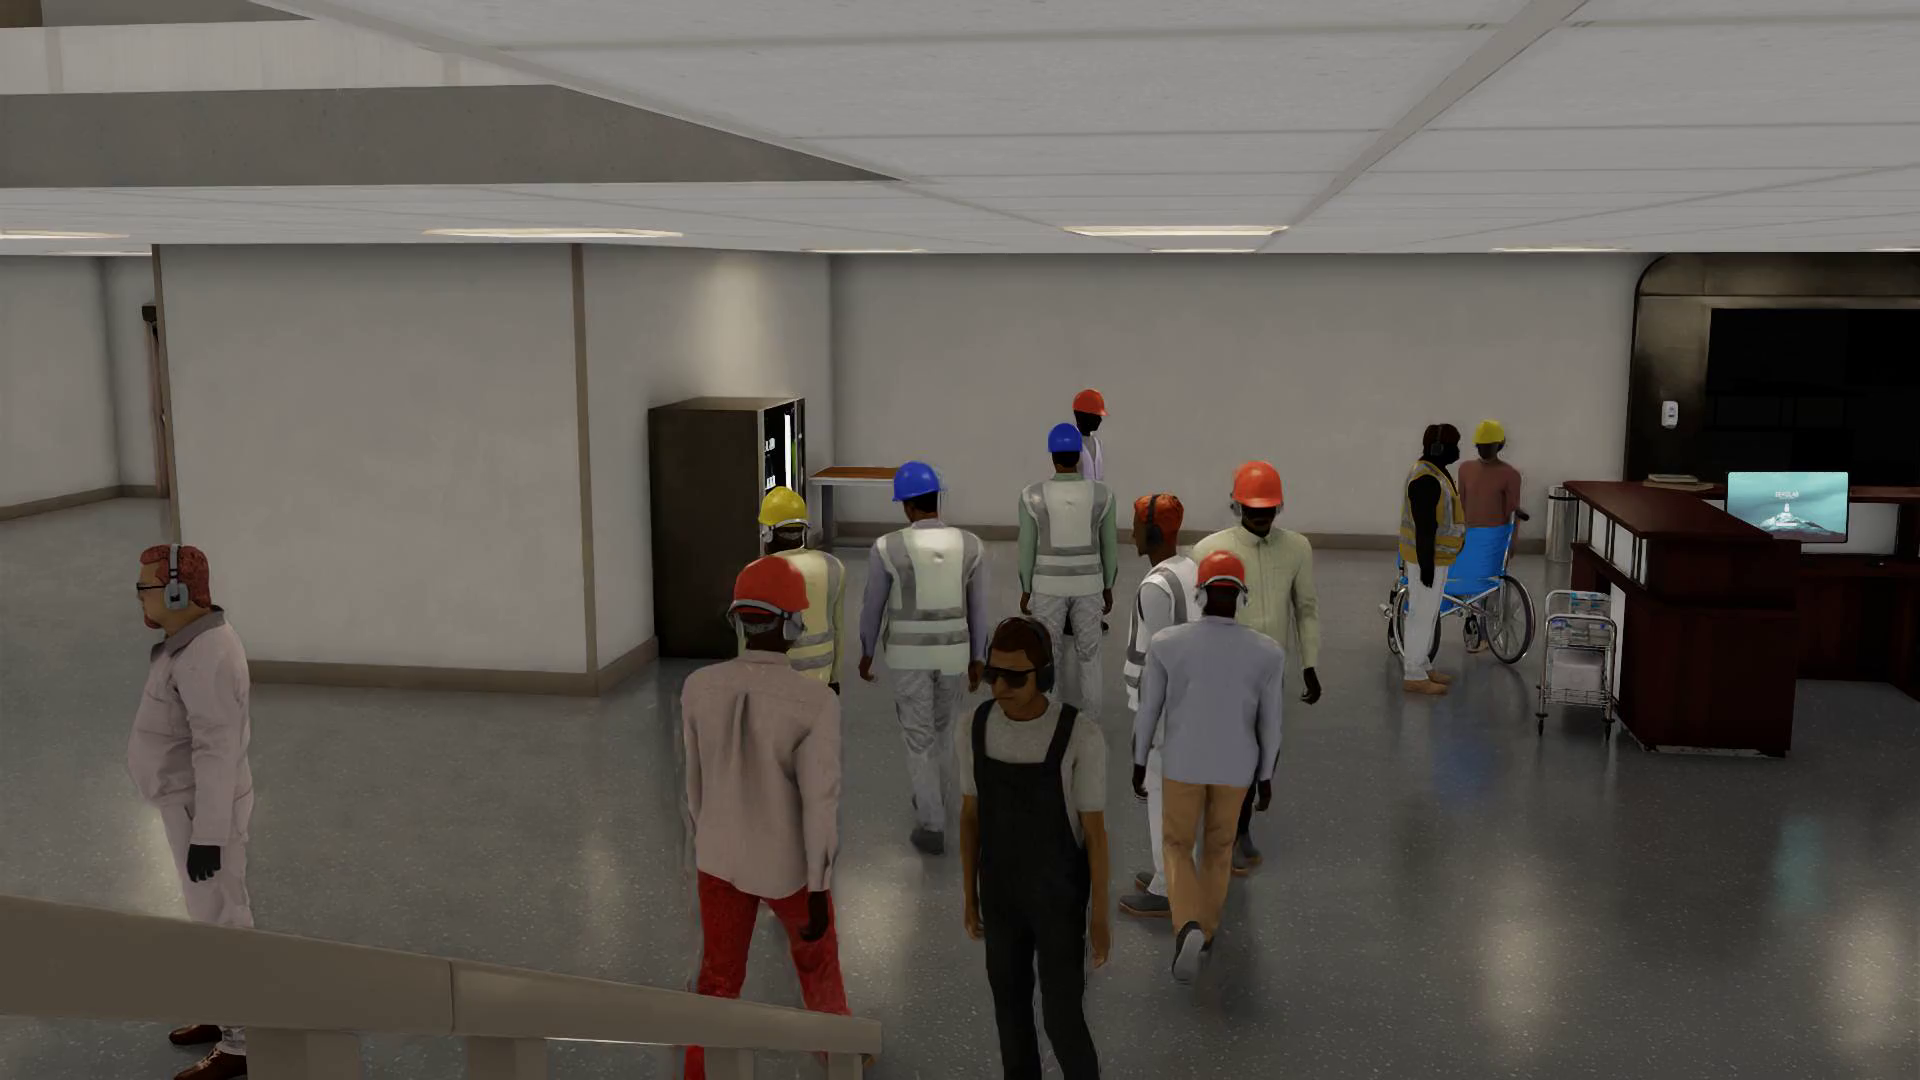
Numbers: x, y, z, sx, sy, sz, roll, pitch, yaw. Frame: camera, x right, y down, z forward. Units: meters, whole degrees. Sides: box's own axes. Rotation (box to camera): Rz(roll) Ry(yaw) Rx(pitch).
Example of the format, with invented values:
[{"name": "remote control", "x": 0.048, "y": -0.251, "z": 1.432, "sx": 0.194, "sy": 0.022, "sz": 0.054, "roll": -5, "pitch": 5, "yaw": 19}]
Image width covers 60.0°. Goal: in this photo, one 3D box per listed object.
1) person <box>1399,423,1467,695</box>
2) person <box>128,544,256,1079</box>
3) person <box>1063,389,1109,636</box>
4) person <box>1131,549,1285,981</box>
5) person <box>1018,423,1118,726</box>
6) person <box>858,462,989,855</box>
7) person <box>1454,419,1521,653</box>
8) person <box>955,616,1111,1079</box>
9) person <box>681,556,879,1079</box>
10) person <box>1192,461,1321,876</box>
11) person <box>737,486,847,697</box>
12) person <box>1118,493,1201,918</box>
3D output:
[{"name": "person", "x": 3.193, "y": 0.124, "z": 11.242, "sx": 0.430, "sy": 1.835, "sz": 0.619, "roll": 4, "pitch": 10, "yaw": 25}, {"name": "person", "x": -2.696, "y": 0.955, "z": 5.868, "sx": 0.402, "sy": 1.906, "sz": 0.652, "roll": -4, "pitch": 10, "yaw": -25}, {"name": "person", "x": 0.968, "y": -0.215, "z": 13.023, "sx": 0.390, "sy": 1.929, "sz": 0.545, "roll": 8, "pitch": 12, "yaw": 39}, {"name": "person", "x": 0.999, "y": 0.913, "z": 6.698, "sx": 0.609, "sy": 1.715, "sz": 0.680, "roll": 1, "pitch": 9, "yaw": 4}, {"name": "person", "x": 0.640, "y": 0.272, "z": 9.949, "sx": 0.604, "sy": 1.948, "sz": 0.386, "roll": -1, "pitch": 9, "yaw": -6}, {"name": "person", "x": -0.220, "y": 0.559, "z": 8.332, "sx": 0.599, "sy": 1.903, "sz": 0.846, "roll": -4, "pitch": 10, "yaw": -26}, {"name": "person", "x": 3.973, "y": -0.042, "z": 12.489, "sx": 0.507, "sy": 1.751, "sz": 0.535, "roll": -8, "pitch": 12, "yaw": -39}, {"name": "person", "x": 0.221, "y": 1.120, "z": 5.146, "sx": 0.528, "sy": 1.823, "sz": 0.411, "roll": 5, "pitch": 10, "yaw": 27}, {"name": "person", "x": -0.625, "y": 1.014, "z": 5.441, "sx": 0.627, "sy": 1.931, "sz": 1.041, "roll": 4, "pitch": 10, "yaw": 22}, {"name": "person", "x": 1.397, "y": 0.602, "z": 7.862, "sx": 0.608, "sy": 1.962, "sz": 0.614, "roll": -3, "pitch": 10, "yaw": -19}, {"name": "person", "x": -0.820, "y": 0.657, "z": 7.929, "sx": 0.586, "sy": 1.835, "sz": 0.403, "roll": -7, "pitch": 12, "yaw": -37}, {"name": "person", "x": 0.898, "y": 0.725, "z": 7.351, "sx": 0.337, "sy": 1.882, "sz": 0.585, "roll": 4, "pitch": 10, "yaw": 23}]
